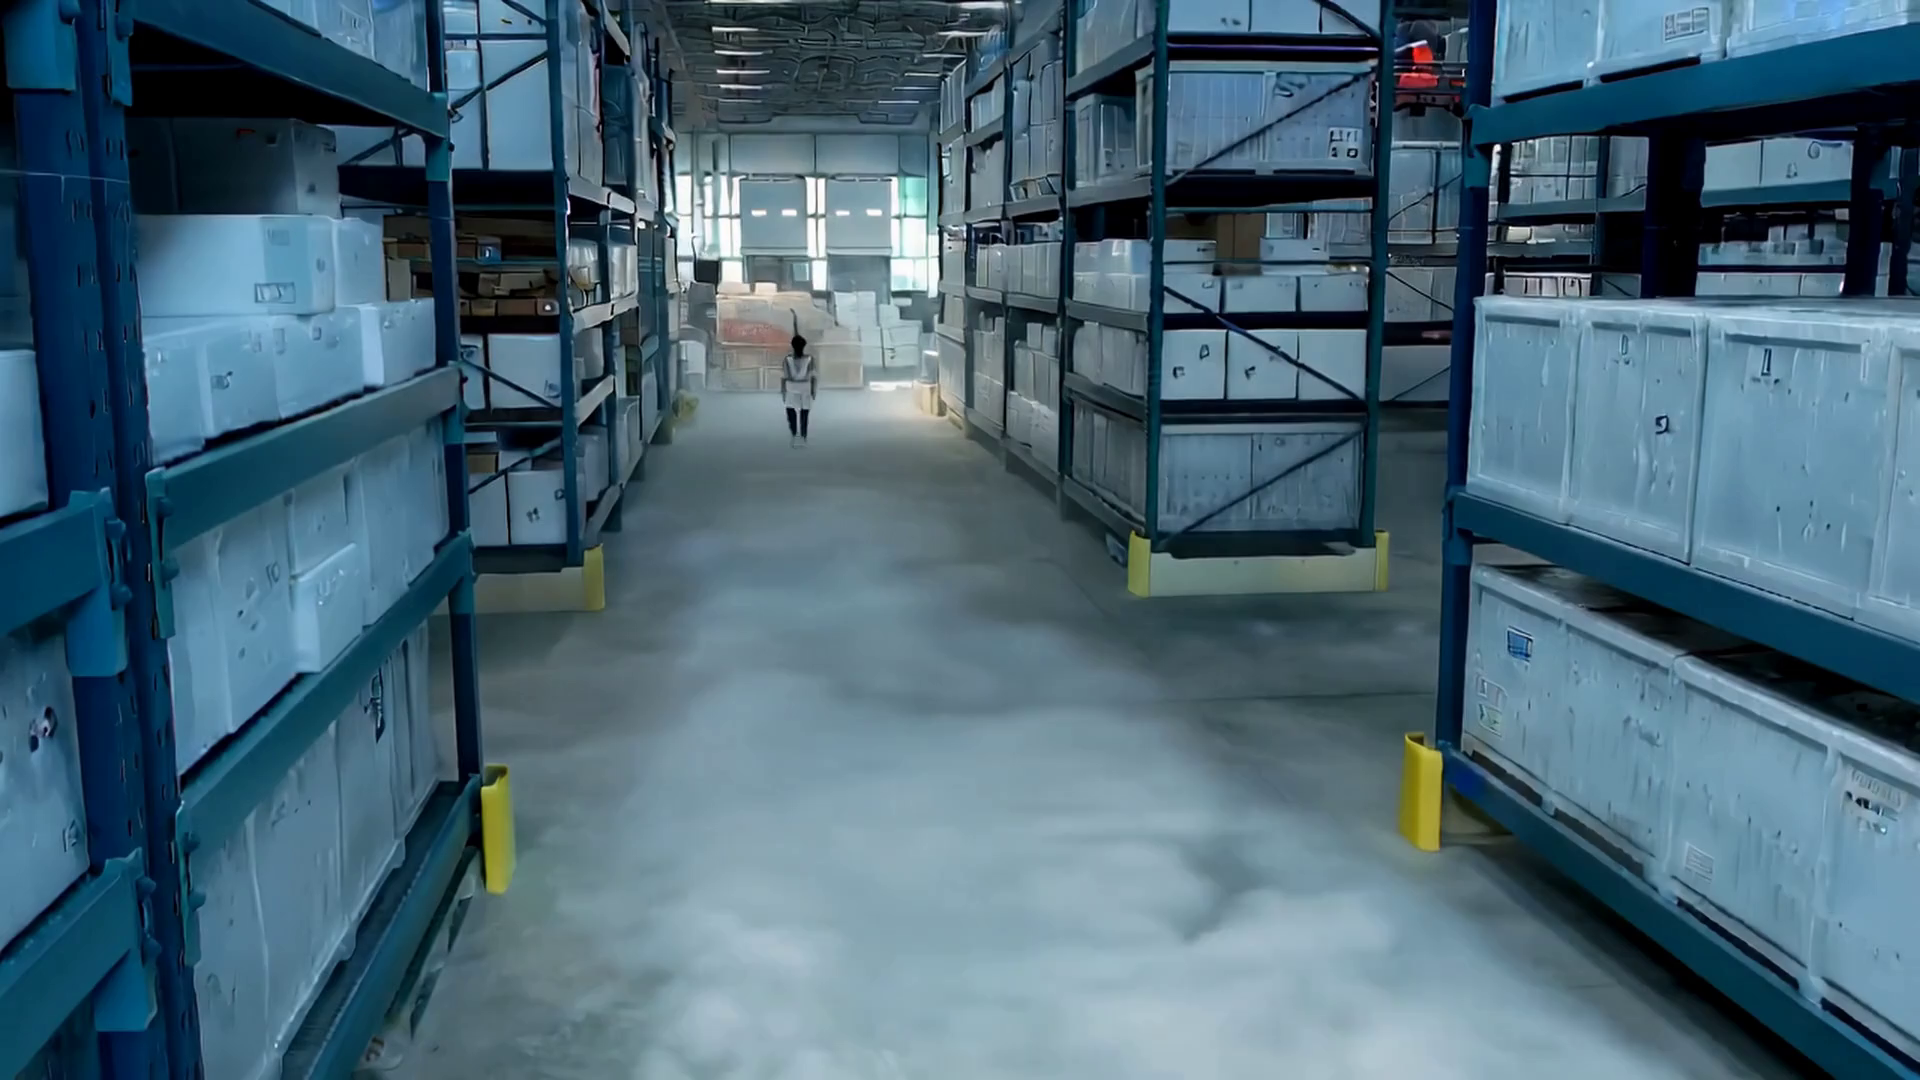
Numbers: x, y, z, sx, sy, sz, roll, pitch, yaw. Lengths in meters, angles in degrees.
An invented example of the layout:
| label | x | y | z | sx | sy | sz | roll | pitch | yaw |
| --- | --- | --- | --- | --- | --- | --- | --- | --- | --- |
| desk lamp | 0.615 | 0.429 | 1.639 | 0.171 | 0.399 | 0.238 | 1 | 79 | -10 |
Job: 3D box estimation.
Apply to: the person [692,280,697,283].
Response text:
| label | x | y | z | sx | sy | sz | roll | pitch | yaw |
| --- | --- | --- | --- | --- | --- | --- | --- | --- | --- |
| person | -10.015 | -8.857 | 62.904 | 0.589 | 1.927 | 0.368 | -1 | 10 | -6 |

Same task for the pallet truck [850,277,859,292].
| label | x | y | z | sx | sy | sz | roll | pitch | yaw |
| --- | --- | --- | --- | --- | --- | --- | --- | --- | --- |
| pallet truck | -3.782 | -9.391 | 65.808 | 1.885 | 1.965 | 0.823 | 2 | 10 | 10 |

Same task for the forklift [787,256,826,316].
| label | x | y | z | sx | sy | sz | roll | pitch | yaw |
| --- | --- | --- | --- | --- | --- | --- | --- | --- | --- |
| forklift | -5.659 | -8.722 | 59.345 | 1.129 | 2.768 | 1.873 | -6 | 12 | -33 |

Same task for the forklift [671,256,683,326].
| label | x | y | z | sx | sy | sz | roll | pitch | yaw |
| --- | --- | --- | --- | --- | --- | --- | --- | --- | --- |
| forklift | -10.866 | -8.982 | 60.854 | 1.129 | 2.768 | 1.873 | -4 | 11 | -22 |

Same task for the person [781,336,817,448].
| label | x | y | z | sx | sy | sz | roll | pitch | yaw |
| --- | --- | --- | --- | --- | --- | --- | --- | --- | --- |
| person | -2.407 | -2.218 | 24.923 | 0.551 | 1.685 | 0.366 | 0 | 10 | 1 |
